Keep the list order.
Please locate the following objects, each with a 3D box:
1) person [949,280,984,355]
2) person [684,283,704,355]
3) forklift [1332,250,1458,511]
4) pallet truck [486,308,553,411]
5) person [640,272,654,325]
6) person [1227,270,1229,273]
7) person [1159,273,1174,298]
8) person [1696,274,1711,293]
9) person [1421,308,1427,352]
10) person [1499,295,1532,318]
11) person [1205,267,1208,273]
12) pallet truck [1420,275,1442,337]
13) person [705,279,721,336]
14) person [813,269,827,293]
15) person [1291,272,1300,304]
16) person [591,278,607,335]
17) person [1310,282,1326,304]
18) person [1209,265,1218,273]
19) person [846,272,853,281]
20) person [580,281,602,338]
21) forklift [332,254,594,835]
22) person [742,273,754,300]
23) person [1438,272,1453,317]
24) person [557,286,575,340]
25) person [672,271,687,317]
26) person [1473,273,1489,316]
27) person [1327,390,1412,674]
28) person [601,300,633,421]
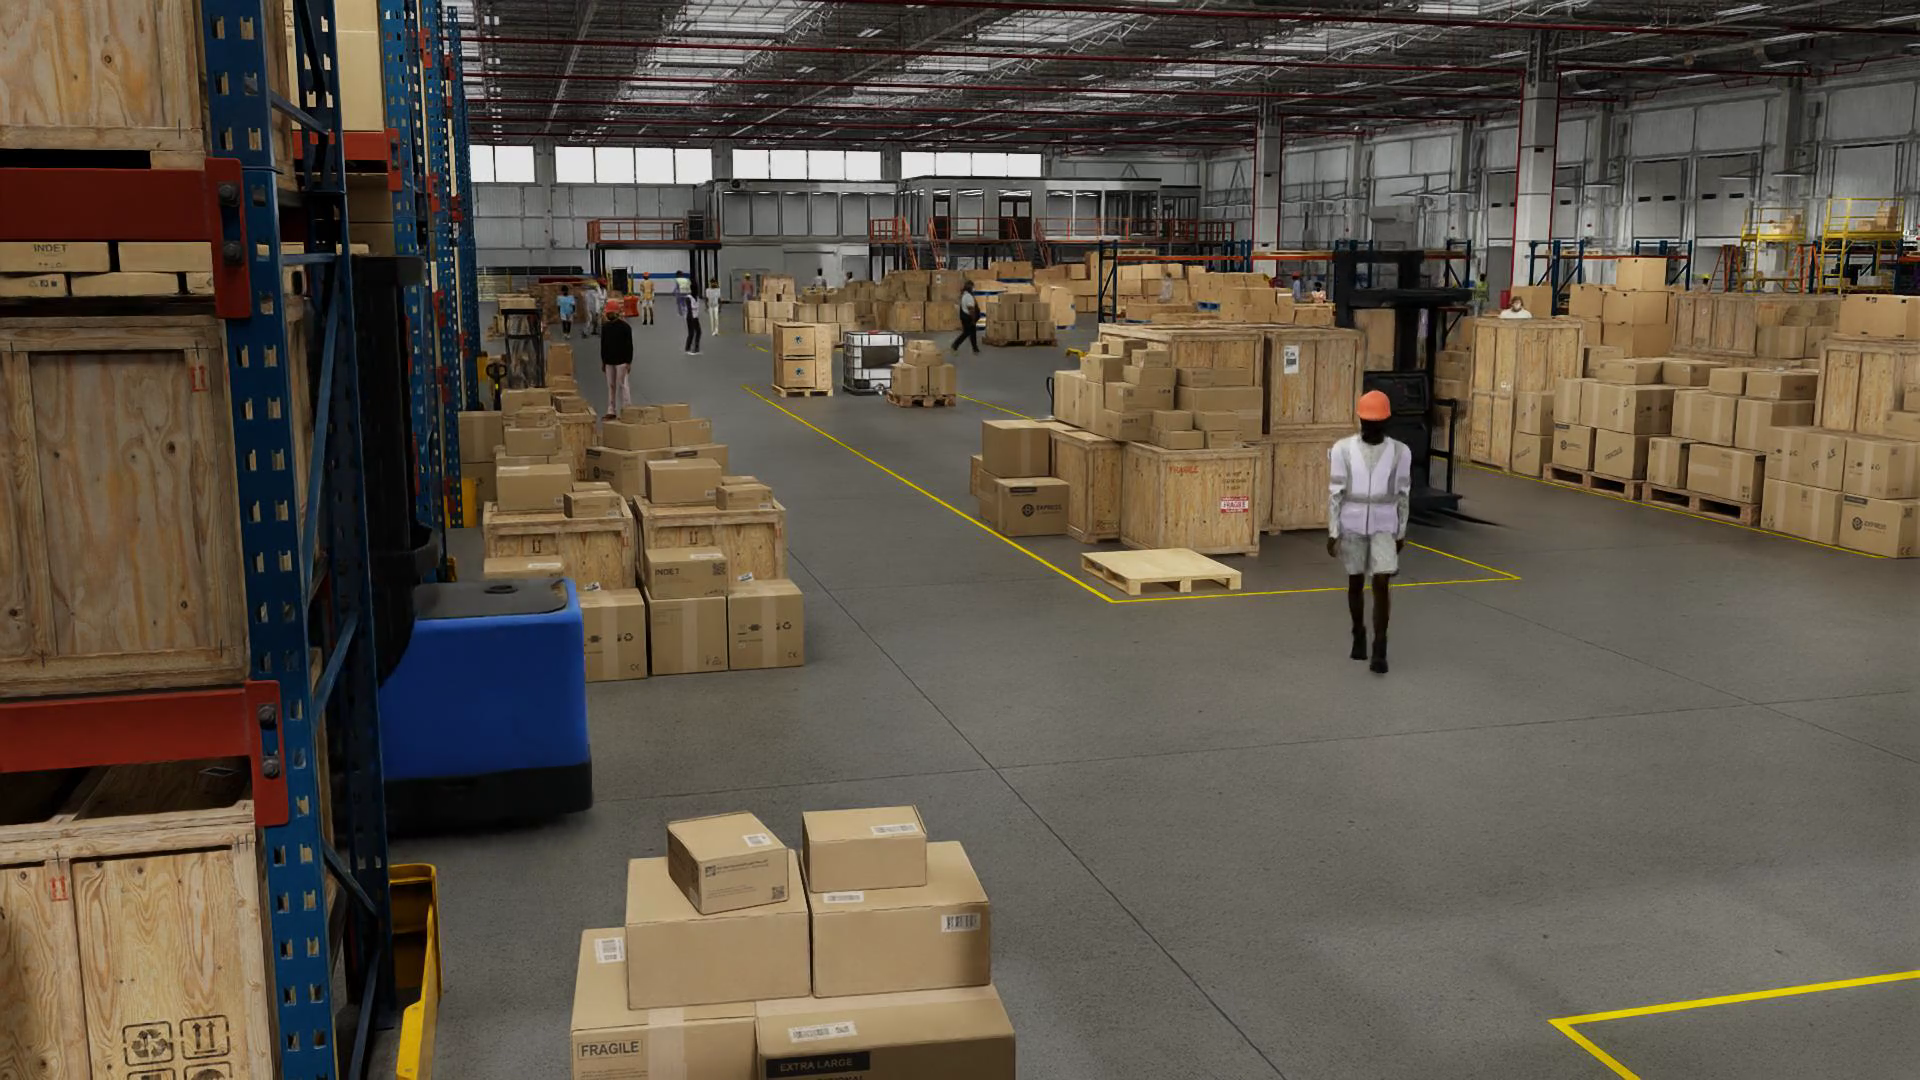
[{"bbox_3d":[0.167,-5.853,43.693,0.899,2.000,0.685,-1,10,-8],"label":"person"},{"bbox_3d":[-7.089,-5.847,44.095,0.442,1.916,0.614,3,11,18],"label":"person"},{"bbox_3d":[4.492,-1.758,18.128,1.129,2.768,1.873,-3,10,-15],"label":"forklift"},{"bbox_3d":[-6.242,-2.418,24.362,0.823,1.965,1.885,1,10,3],"label":"pallet truck"},{"bbox_3d":[-11.500,-8.875,61.094,0.552,1.937,0.356,-6,12,-30],"label":"person"},{"bbox_3d":[13.044,-12.211,80.591,0.405,1.724,0.517,9,13,41],"label":"person"},{"bbox_3d":[7.759,-9.174,62.943,0.715,1.883,0.579,9,13,41],"label":"person"},{"bbox_3d":[26.492,-8.507,59.103,0.607,1.896,0.811,-5,11,-24],"label":"person"},{"bbox_3d":[9.896,-4.395,35.807,0.595,1.912,0.543,-5,11,-25],"label":"person"},{"bbox_3d":[10.847,-3.822,32.565,0.646,1.913,0.777,3,10,14],"label":"person"},{"bbox_3d":[11.869,-12.153,79.892,0.627,1.861,0.411,-1,10,-4],"label":"person"},{"bbox_3d":[14.620,-7.324,52.145,0.823,1.965,1.885,8,13,40],"label":"pallet truck"},{"bbox_3d":[-7.939,-7.473,53.517,0.518,1.821,0.994,-1,10,-3],"label":"person"},{"bbox_3d":[-6.066,-10.768,71.866,0.599,1.932,0.987,4,11,22],"label":"person"},{"bbox_3d":[12.605,-9.137,62.627,0.426,1.920,0.554,6,12,31],"label":"person"},{"bbox_3d":[-11.624,-7.540,53.744,0.955,1.864,0.592,6,12,29],"label":"person"},{"bbox_3d":[11.909,-7.732,55.334,0.533,1.690,0.321,5,11,24],"label":"person"},{"bbox_3d":[12.471,-12.573,82.038,0.603,1.938,0.401,-1,10,-7],"label":"person"},{"bbox_3d":[-4.593,-10.004,67.765,0.745,1.847,0.528,0,10,-3],"label":"person"},{"bbox_3d":[-11.499,-7.195,52.031,0.631,1.793,0.891,8,13,38],"label":"person"},{"bbox_3d":[-2.856,-0.020,8.287,1.873,2.768,1.129,-3,10,-15],"label":"forklift"},{"bbox_3d":[-8.938,-10.382,70.167,0.521,1.740,0.782,-2,10,-11],"label":"person"},{"bbox_3d":[19.878,-10.065,68.109,0.621,1.845,0.430,5,11,27],"label":"person"},{"bbox_3d":[-12.136,-6.998,51.258,0.522,1.659,0.845,-3,11,-19],"label":"person"},{"bbox_3d":[-11.404,-10.020,67.730,0.522,1.894,0.618,5,11,27],"label":"person"},{"bbox_3d":[20.004,-9.304,63.800,0.633,1.843,0.429,-1,10,-6],"label":"person"},{"bbox_3d":[2.760,-0.056,11.264,0.548,1.891,0.948,3,10,15],"label":"person"},{"bbox_3d":[-5.639,-2.926,27.260,0.613,1.991,0.392,5,11,28],"label":"person"}]
